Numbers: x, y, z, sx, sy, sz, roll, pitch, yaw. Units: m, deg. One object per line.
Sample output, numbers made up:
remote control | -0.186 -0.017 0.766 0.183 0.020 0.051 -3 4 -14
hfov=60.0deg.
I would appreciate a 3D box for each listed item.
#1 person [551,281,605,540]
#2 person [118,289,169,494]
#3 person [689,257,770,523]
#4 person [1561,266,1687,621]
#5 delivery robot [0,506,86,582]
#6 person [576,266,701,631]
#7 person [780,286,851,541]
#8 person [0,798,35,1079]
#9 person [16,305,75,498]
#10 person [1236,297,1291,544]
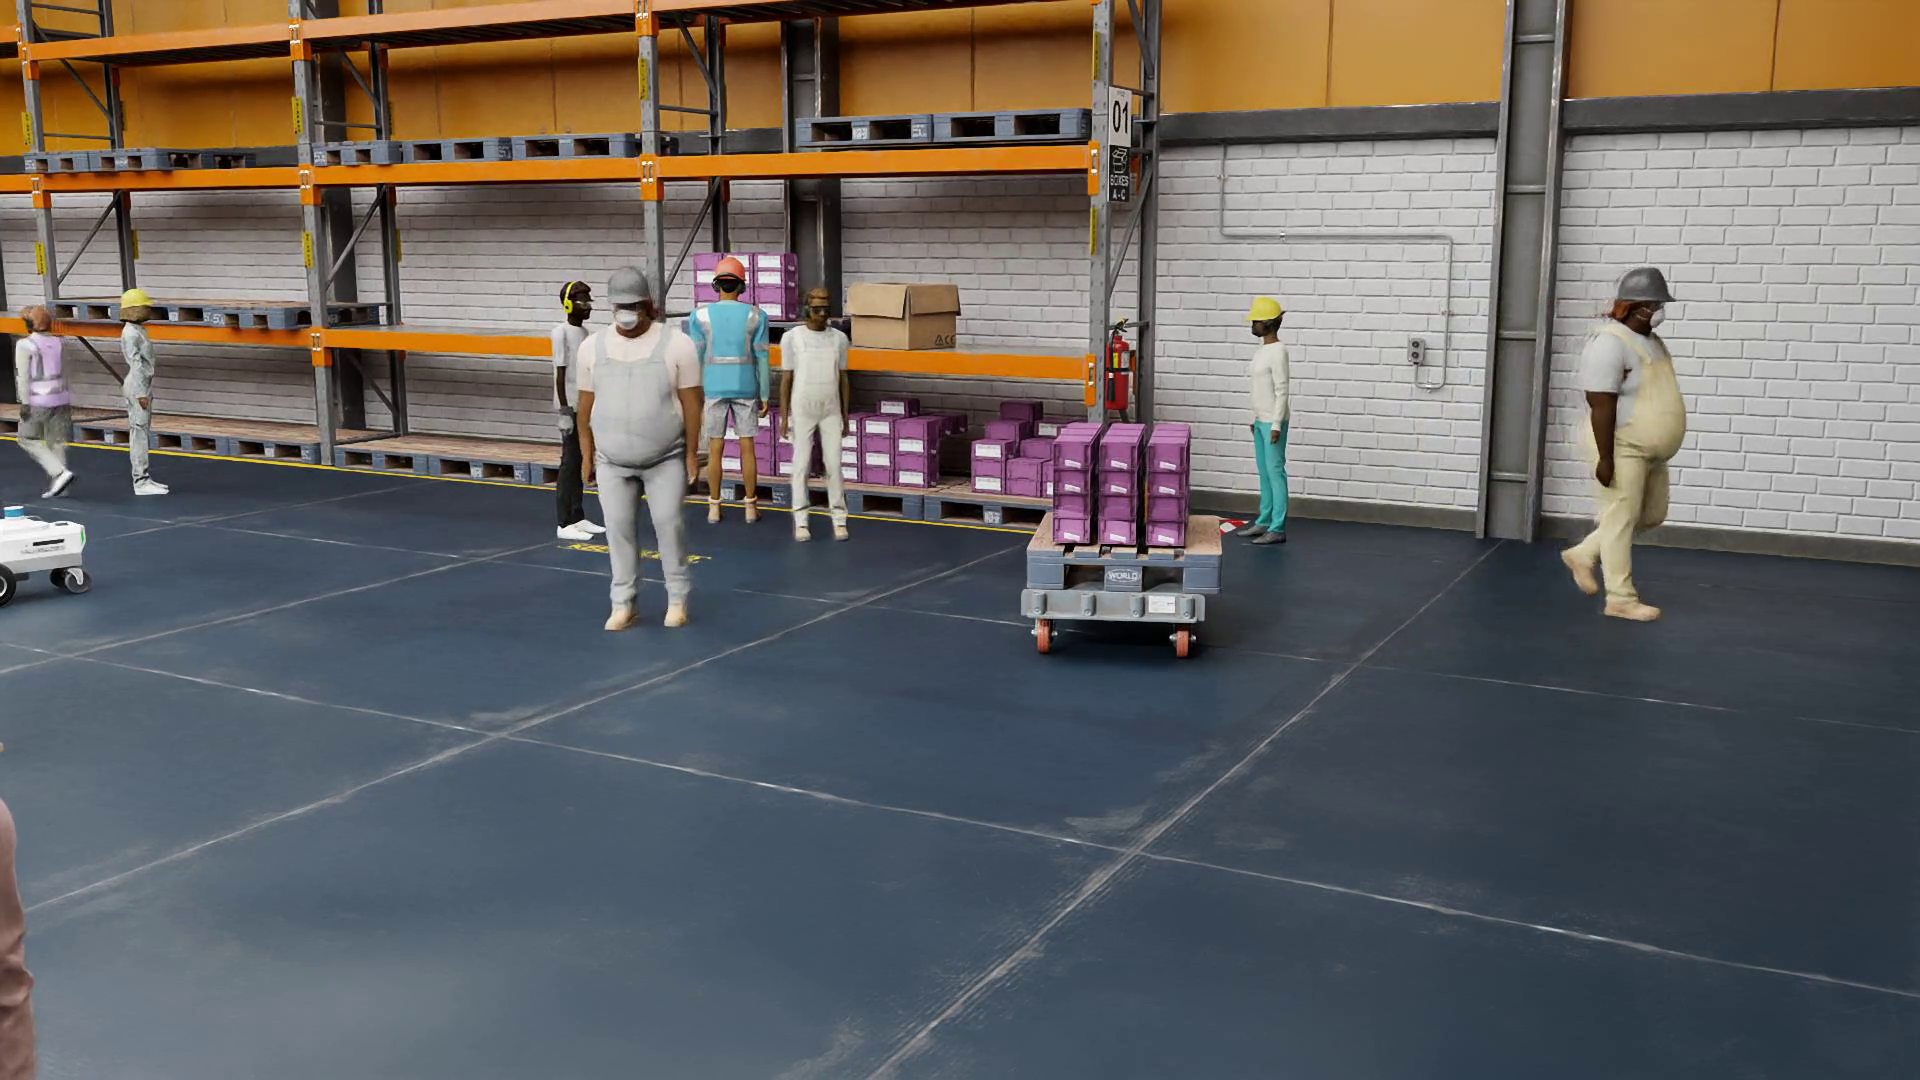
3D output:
person | -2.784 -0.942 12.109 0.317 1.870 0.523 2 10 9
person | -6.981 -1.263 14.208 0.290 1.746 0.484 -5 11 -24
person | -1.759 -1.140 12.757 0.609 2.036 0.406 -1 10 -7
person | 3.824 -0.561 9.548 0.631 2.000 0.705 10 14 43
delivery robot | -5.708 0.039 10.075 0.477 0.478 0.707 10 14 42
person | -1.799 -0.507 9.252 0.706 2.000 0.536 0 10 2
person | -1.034 -0.899 11.965 0.523 1.839 0.355 -3 11 -17
person | -1.590 0.889 2.353 0.523 1.769 0.317 -4 11 -20
person | -7.606 -1.133 13.815 0.390 1.624 0.538 2 11 12
person | 2.189 -0.849 11.895 0.329 1.764 0.524 -1 10 -6
